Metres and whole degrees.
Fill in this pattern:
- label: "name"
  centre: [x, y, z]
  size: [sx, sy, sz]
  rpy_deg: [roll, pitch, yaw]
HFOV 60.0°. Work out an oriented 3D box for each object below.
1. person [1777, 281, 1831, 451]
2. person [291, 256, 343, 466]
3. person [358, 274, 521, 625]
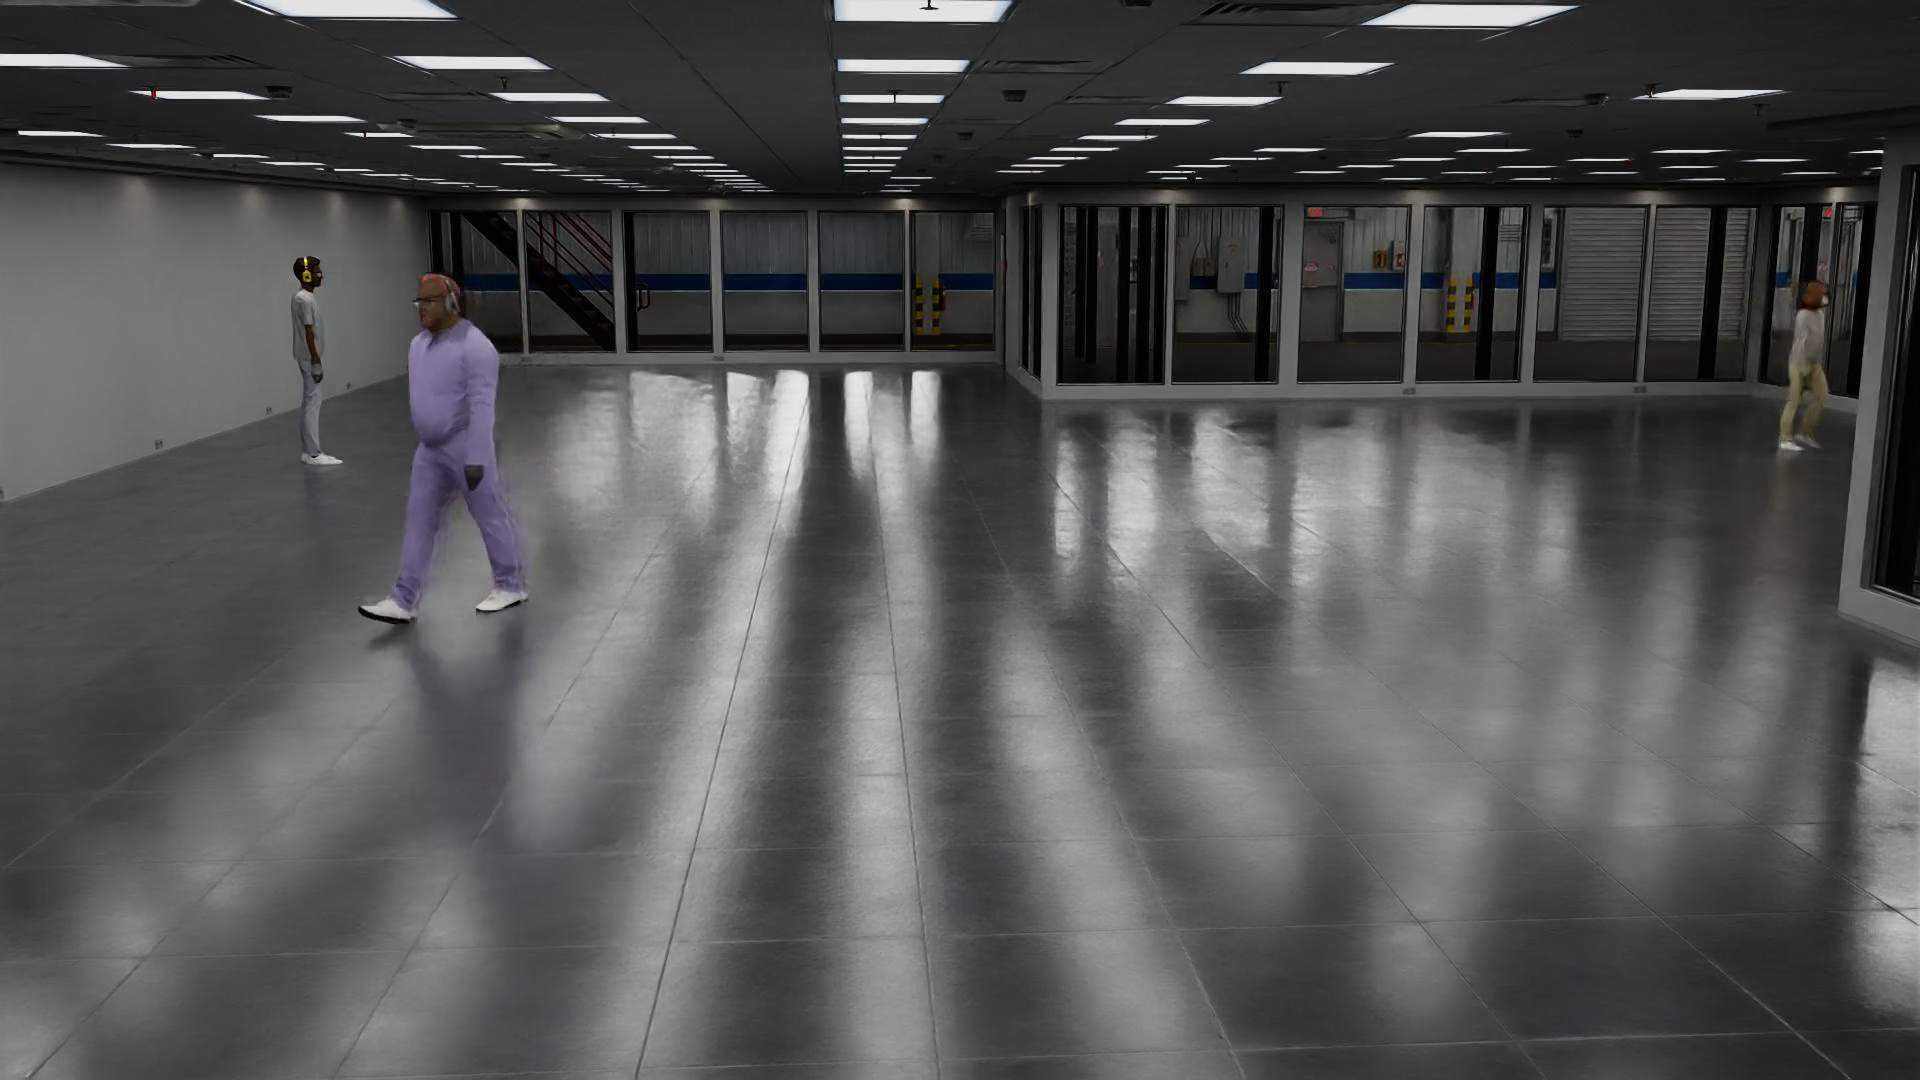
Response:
- label: "person"
  centre: [8.075, -1.642, 15.829]
  size: [0.515, 1.620, 0.468]
  rpy_deg: [-8, 13, -36]
- label: "person"
  centre: [-5.810, -1.603, 14.936]
  size: [0.328, 1.873, 0.521]
  rpy_deg: [-6, 12, -28]
- label: "person"
  centre: [-2.766, -0.477, 8.887]
  size: [0.669, 1.850, 0.980]
  rpy_deg: [7, 12, 32]
